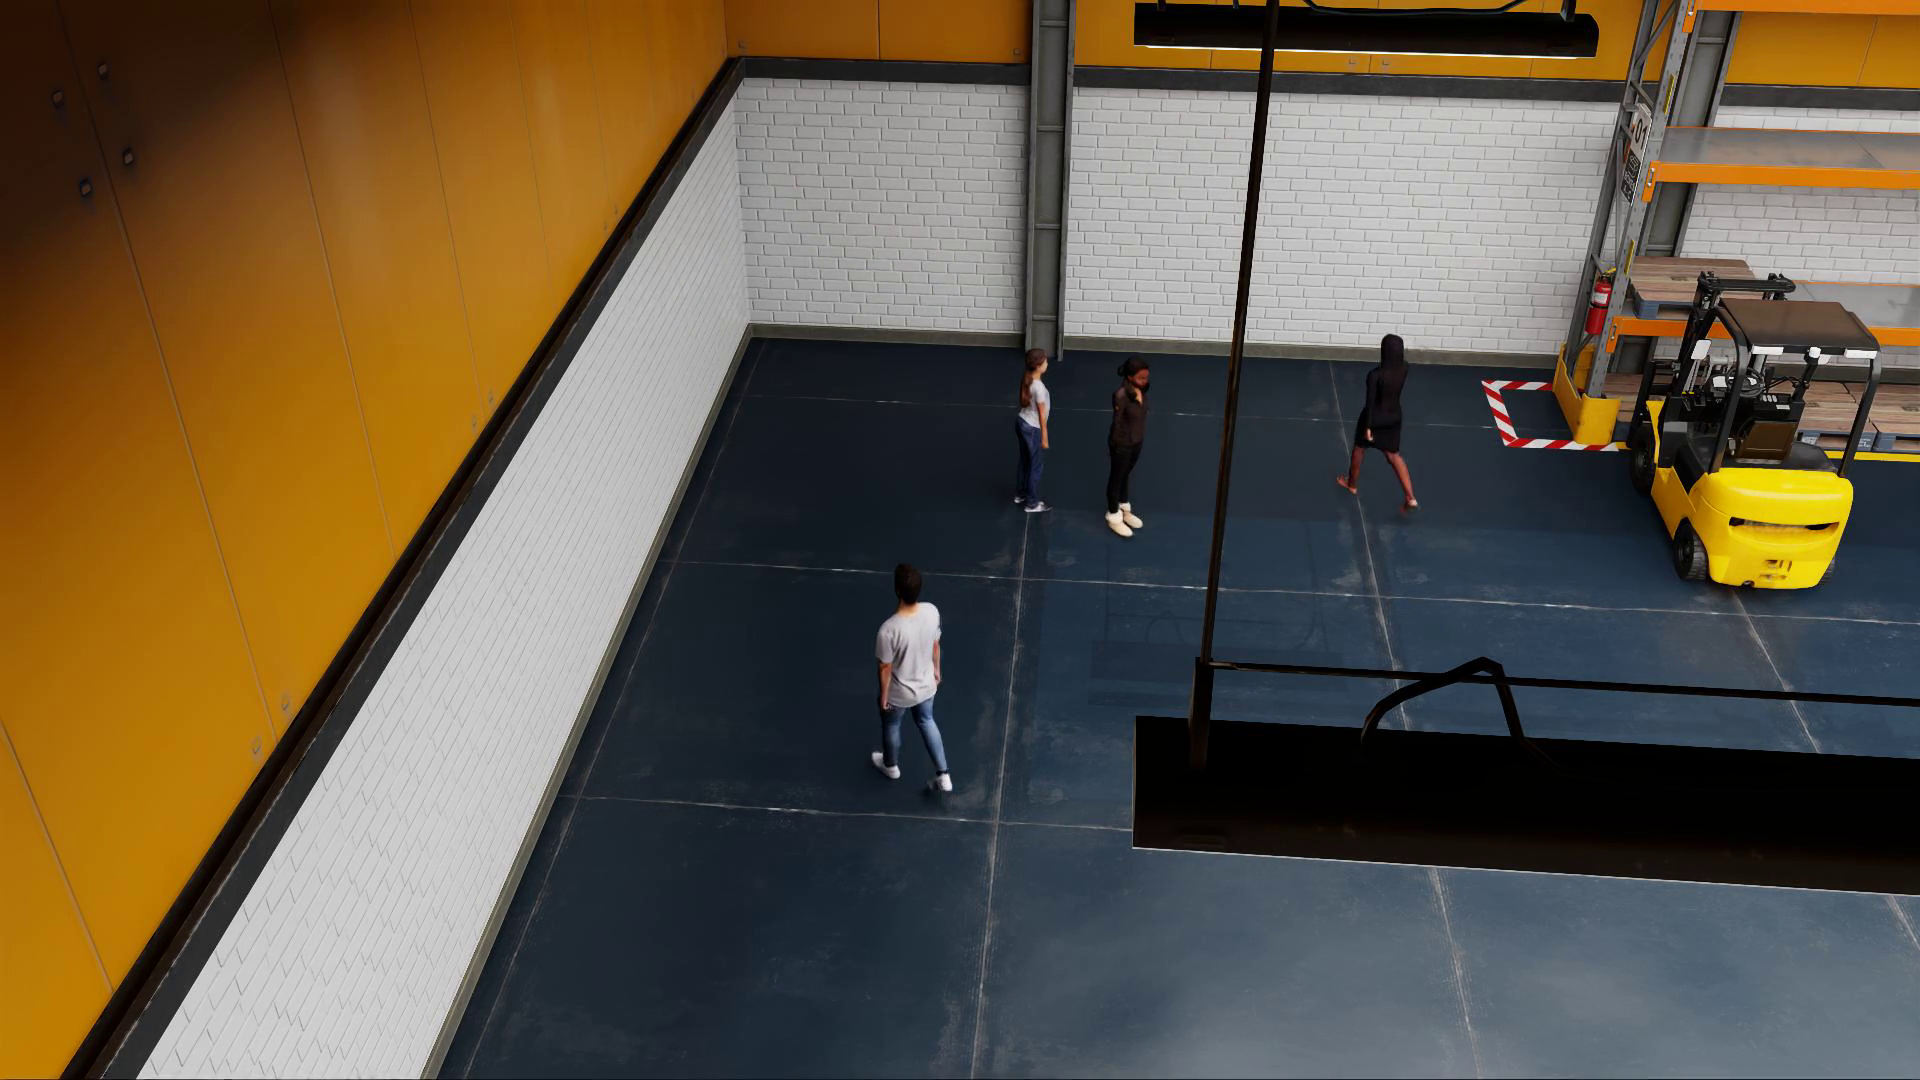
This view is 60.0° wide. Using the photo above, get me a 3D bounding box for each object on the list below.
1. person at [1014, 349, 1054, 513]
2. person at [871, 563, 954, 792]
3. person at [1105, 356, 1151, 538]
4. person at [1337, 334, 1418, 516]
[{"bbox_3d":[0.643,-0.989,14.757,0.645,1.553,0.618,-14,36,-21],"label":"person"},{"bbox_3d":[-0.306,1.003,11.473,1.072,1.870,1.109,-22,39,-29],"label":"person"},{"bbox_3d":[1.487,-0.834,14.426,0.716,1.661,0.670,17,37,24],"label":"person"},{"bbox_3d":[3.778,-1.002,14.653,1.186,1.690,1.083,-15,37,-22],"label":"person"}]
